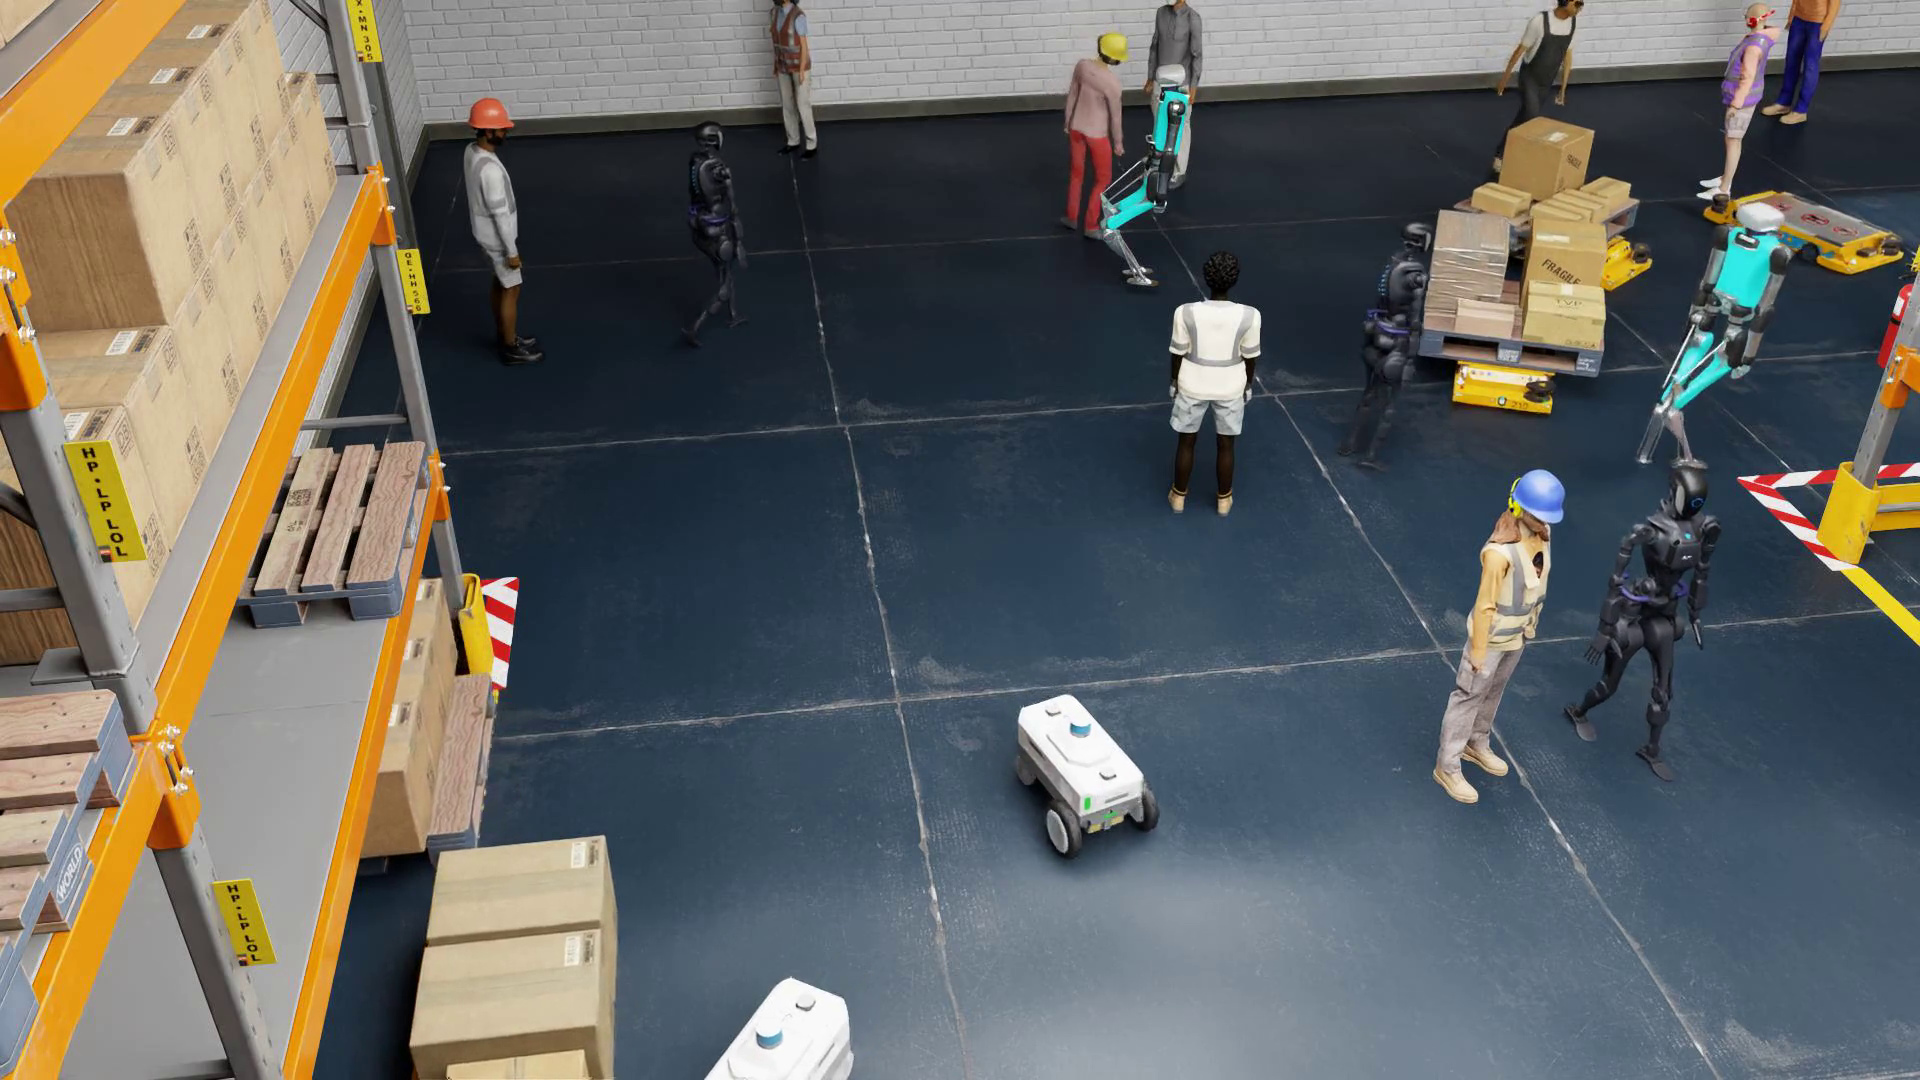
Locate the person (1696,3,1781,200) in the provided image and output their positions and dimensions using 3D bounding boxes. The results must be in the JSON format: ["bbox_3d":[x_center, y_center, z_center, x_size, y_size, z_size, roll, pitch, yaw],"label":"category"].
[{"bbox_3d":[6.709,-3.767,14.323,0.347,1.691,0.479,17,37,24],"label":"person"}]

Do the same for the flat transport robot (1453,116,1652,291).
[{"bbox_3d":[4.814,-2.408,13.542,0.659,0.231,1.431,-28,42,-36],"label":"flat transport robot"}]

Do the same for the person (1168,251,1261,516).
[{"bbox_3d":[1.504,-0.913,9.953,0.535,1.691,0.319,3,33,5],"label":"person"}]

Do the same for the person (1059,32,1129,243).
[{"bbox_3d":[1.067,-3.336,13.642,0.321,1.718,0.647,-27,42,-35],"label":"person"}]

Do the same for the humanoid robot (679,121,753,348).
[{"bbox_3d":[-1.816,-2.212,11.984,0.727,1.635,0.609,-25,41,-33],"label":"humanoid robot"}]

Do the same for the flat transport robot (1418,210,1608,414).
[{"bbox_3d":[3.902,-1.342,11.909,0.659,0.231,1.431,9,34,14],"label":"flat transport robot"}]

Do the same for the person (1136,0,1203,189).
[{"bbox_3d":[1.875,-4.038,14.551,0.546,1.896,0.375,27,42,35],"label":"person"}]

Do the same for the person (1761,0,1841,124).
[{"bbox_3d":[8.183,-5.025,16.000,0.402,1.973,0.517,-12,35,-17],"label":"person"}]

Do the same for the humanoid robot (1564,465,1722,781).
[{"bbox_3d":[3.318,0.374,8.007,0.611,1.637,0.609,-9,34,-13],"label":"humanoid robot"}]

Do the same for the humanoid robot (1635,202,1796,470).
[{"bbox_3d":[4.579,-1.171,10.320,0.759,1.801,0.546,-16,37,-23],"label":"humanoid robot"}]

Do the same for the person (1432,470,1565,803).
[{"bbox_3d":[2.554,0.440,7.799,0.481,1.774,0.320,-27,42,-35],"label":"person"}]

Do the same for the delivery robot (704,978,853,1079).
[{"bbox_3d":[-0.721,2.066,6.402,0.499,0.569,0.749,15,36,22],"label":"delivery robot"}]

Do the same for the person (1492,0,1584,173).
[{"bbox_3d":[5.081,-3.999,14.599,0.581,1.769,0.948,-12,35,-18],"label":"person"}]

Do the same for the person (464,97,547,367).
[{"bbox_3d":[-3.195,-2.137,11.614,0.390,1.927,0.548,-16,37,-23],"label":"person"}]

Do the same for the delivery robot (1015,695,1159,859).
[{"bbox_3d":[0.566,1.082,7.921,0.499,0.581,0.774,-15,36,-22],"label":"delivery robot"}]

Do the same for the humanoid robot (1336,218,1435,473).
[{"bbox_3d":[2.687,-1.229,10.451,0.379,1.647,0.594,-6,34,-9],"label":"humanoid robot"}]

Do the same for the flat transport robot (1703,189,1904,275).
[{"bbox_3d":[6.998,-2.588,13.819,0.659,0.231,1.431,-17,37,-24],"label":"flat transport robot"}]

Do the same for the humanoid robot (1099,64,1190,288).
[{"bbox_3d":[1.326,-2.751,12.602,0.735,1.677,0.533,0,33,0],"label":"humanoid robot"}]

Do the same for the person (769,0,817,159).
[{"bbox_3d":[-1.556,-4.323,15.182,0.446,1.681,0.332,24,40,32],"label":"person"}]
